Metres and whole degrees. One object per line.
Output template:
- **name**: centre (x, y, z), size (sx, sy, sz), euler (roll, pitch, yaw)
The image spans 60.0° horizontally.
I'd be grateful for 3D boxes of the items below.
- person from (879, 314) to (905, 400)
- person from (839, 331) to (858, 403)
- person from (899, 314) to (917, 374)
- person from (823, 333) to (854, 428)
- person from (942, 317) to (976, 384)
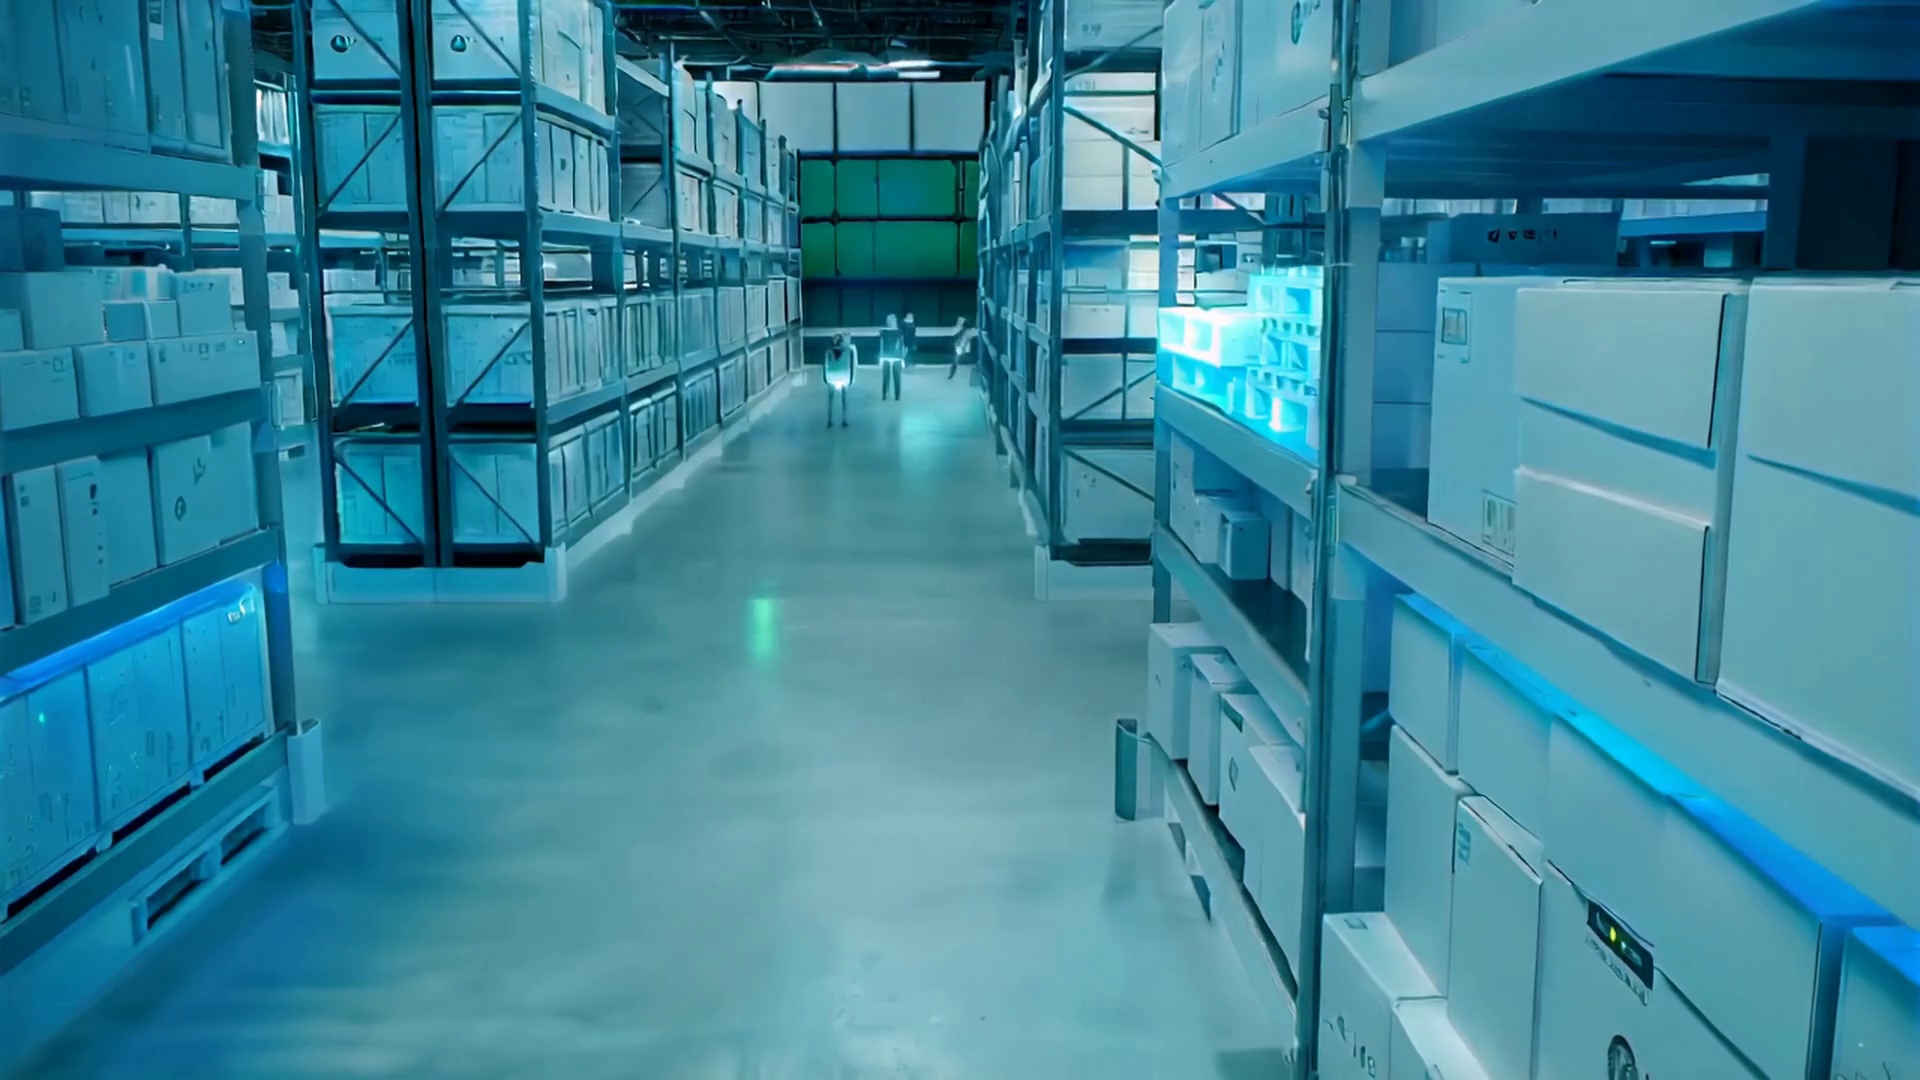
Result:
- **person**: centre (-1.577, -4.222, 38.443), size (0.610, 1.997, 0.375), euler (0, 9, -1)
- **person**: centre (-2.576, -3.911, 37.683), size (0.527, 1.617, 0.582), euler (0, 9, -1)
- **person**: centre (-1.478, -5.652, 47.985), size (0.563, 1.742, 0.339), euler (7, 12, 36)
- **person**: centre (-2.321, -3.028, 31.658), size (0.587, 1.822, 0.403), euler (0, 9, -1)
- **person**: centre (0.088, -4.980, 43.748), size (0.992, 1.786, 0.626), euler (-4, 10, -24)
